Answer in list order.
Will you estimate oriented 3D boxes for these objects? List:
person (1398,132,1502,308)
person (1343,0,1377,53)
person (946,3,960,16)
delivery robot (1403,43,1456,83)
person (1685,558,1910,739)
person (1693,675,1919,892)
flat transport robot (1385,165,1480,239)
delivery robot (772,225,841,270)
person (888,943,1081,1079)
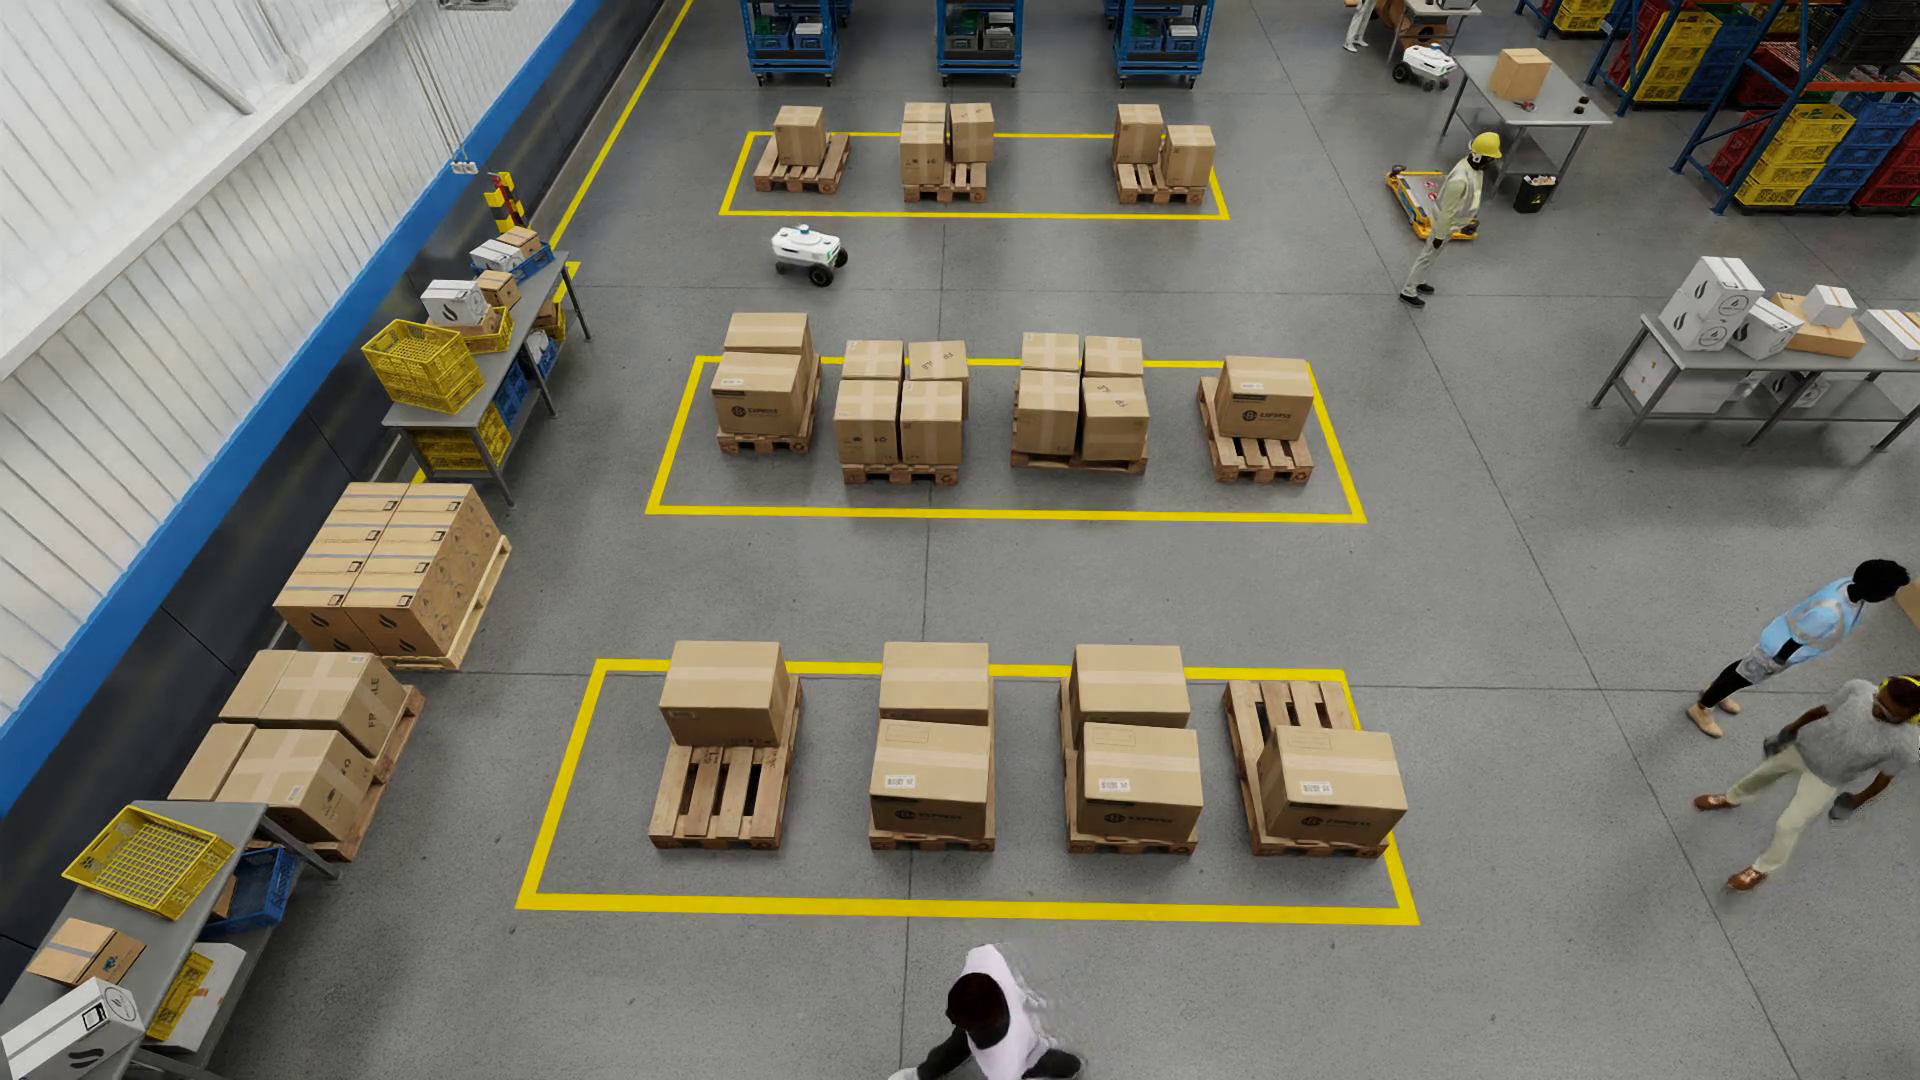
[{"bbox_3d":[4.961,-3.223,9.286,0.403,1.824,0.589,30,55,23],"label":"person"},{"bbox_3d":[6.188,-8.246,13.759,0.517,1.633,0.311,-36,58,-27],"label":"person"},{"bbox_3d":[-0.060,-8.649,13.879,0.395,1.999,0.617,-13,50,-11],"label":"person"},{"bbox_3d":[6.780,-6.910,13.250,0.477,0.478,0.707,-28,55,-22],"label":"delivery robot"},{"bbox_3d":[5.421,0.682,5.985,0.536,1.699,0.322,-29,55,-23],"label":"person"},{"bbox_3d":[5.001,1.351,5.321,0.461,1.840,0.634,-4,49,-4],"label":"person"},{"bbox_3d":[5.692,-4.094,11.059,0.652,0.197,1.431,1,49,1],"label":"flat transport robot"},{"bbox_3d":[-1.681,-3.213,10.050,0.707,0.478,0.477,14,51,12],"label":"delivery robot"},{"bbox_3d":[0.176,2.412,4.405,1.078,1.838,0.601,-11,50,-10],"label":"person"}]
